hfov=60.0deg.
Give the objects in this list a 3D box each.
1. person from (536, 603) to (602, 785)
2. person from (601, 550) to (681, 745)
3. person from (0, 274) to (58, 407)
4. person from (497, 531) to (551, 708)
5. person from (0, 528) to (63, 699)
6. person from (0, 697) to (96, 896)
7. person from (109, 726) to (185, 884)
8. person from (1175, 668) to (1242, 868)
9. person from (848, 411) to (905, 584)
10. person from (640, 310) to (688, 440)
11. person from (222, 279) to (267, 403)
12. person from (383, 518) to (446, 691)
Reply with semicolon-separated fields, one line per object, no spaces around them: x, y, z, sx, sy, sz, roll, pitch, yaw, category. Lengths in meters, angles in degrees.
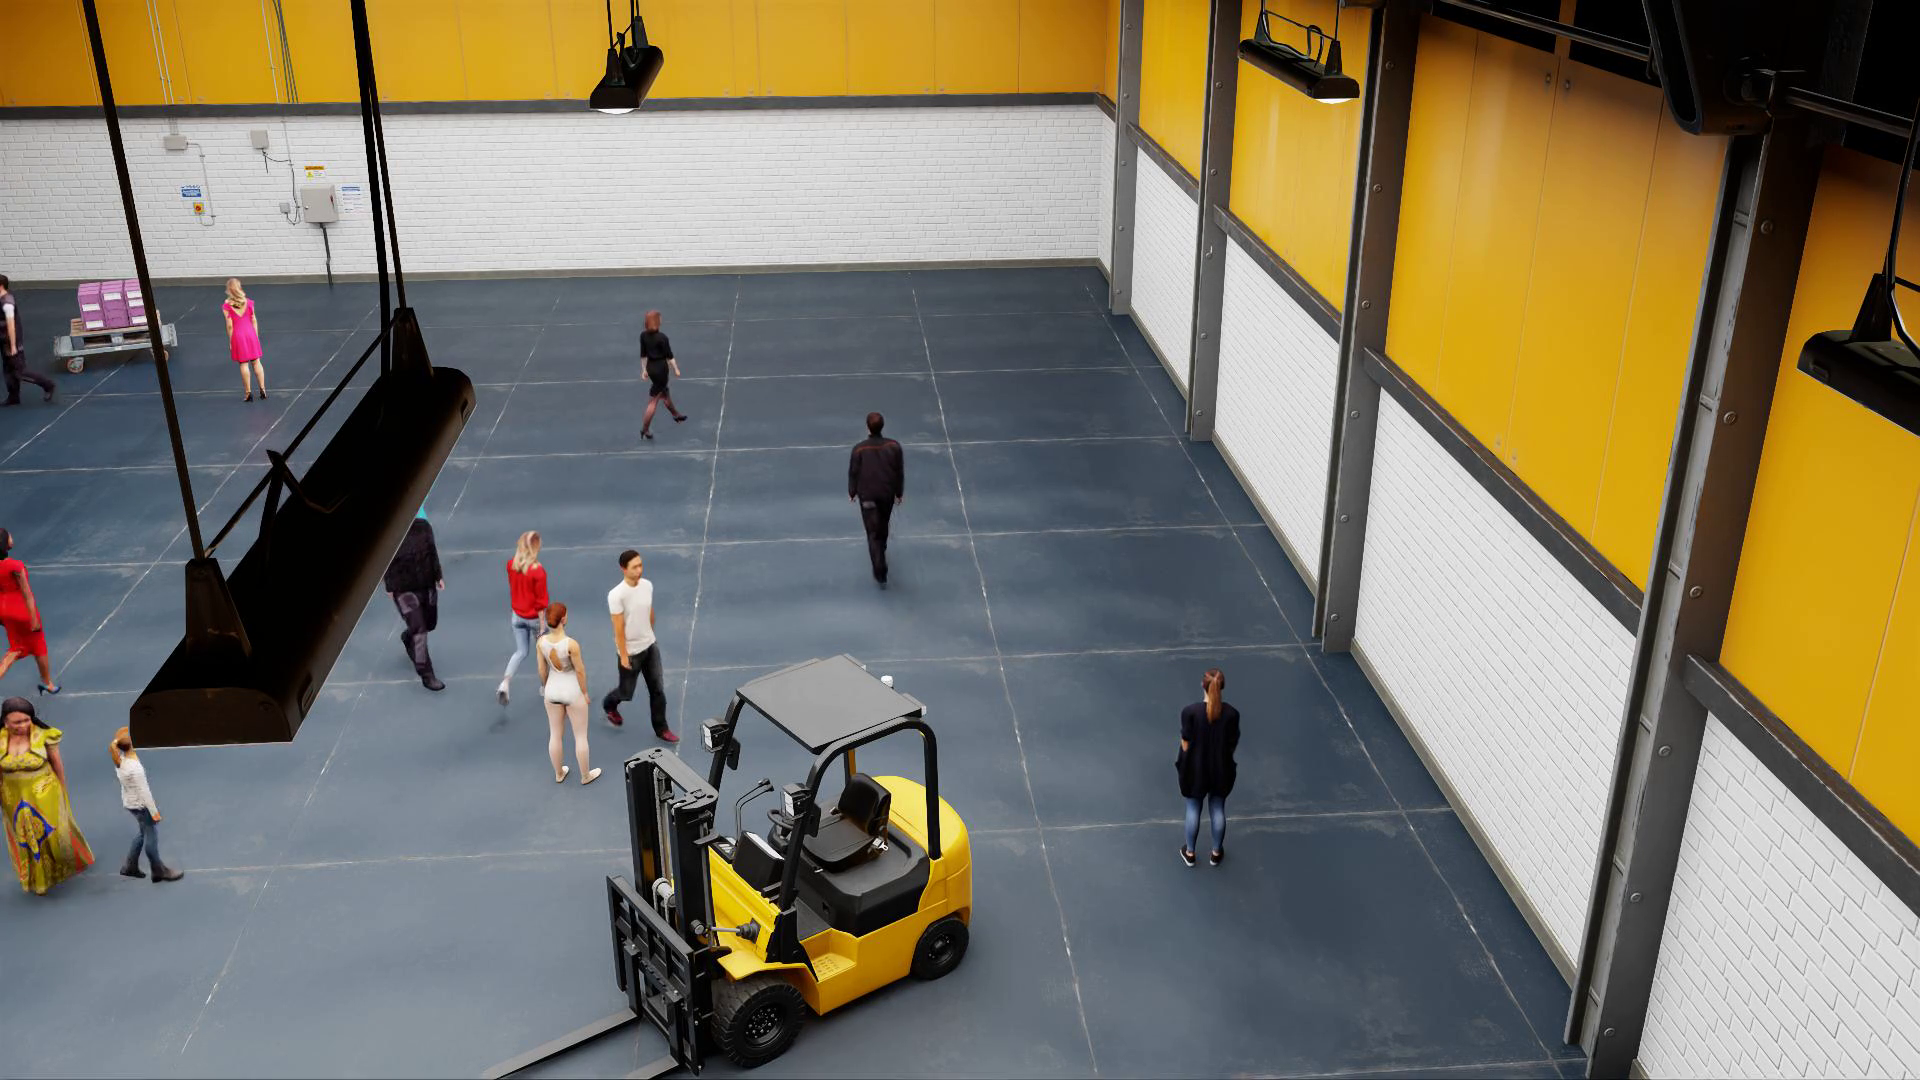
-3.277;1.275;13.779;0.604;1.643;0.569;5;24;12;person
-2.871;0.923;14.415;1.130;1.779;1.080;17;29;34;person
-12.850;-2.716;22.675;1.008;1.831;1.065;-14;27;-29;person
-3.915;0.747;14.950;0.914;1.674;1.084;11;26;23;person
-8.521;0.728;14.929;0.819;1.725;1.038;8;25;18;person
-6.917;1.866;12.429;0.820;1.641;0.838;-7;25;-16;person
-6.237;2.013;12.510;0.741;1.307;0.692;-17;29;-33;person
1.888;1.733;12.682;0.659;1.684;0.596;1;24;3;person
-0.862;-0.417;17.457;0.899;1.797;1.215;-7;24;-15;person
-3.954;-2.087;21.457;1.039;1.654;1.139;16;28;32;person
-9.853;-2.758;22.900;0.662;1.728;0.693;-17;29;-34;person
-5.098;0.428;15.420;1.225;1.881;1.169;18;29;36;person
